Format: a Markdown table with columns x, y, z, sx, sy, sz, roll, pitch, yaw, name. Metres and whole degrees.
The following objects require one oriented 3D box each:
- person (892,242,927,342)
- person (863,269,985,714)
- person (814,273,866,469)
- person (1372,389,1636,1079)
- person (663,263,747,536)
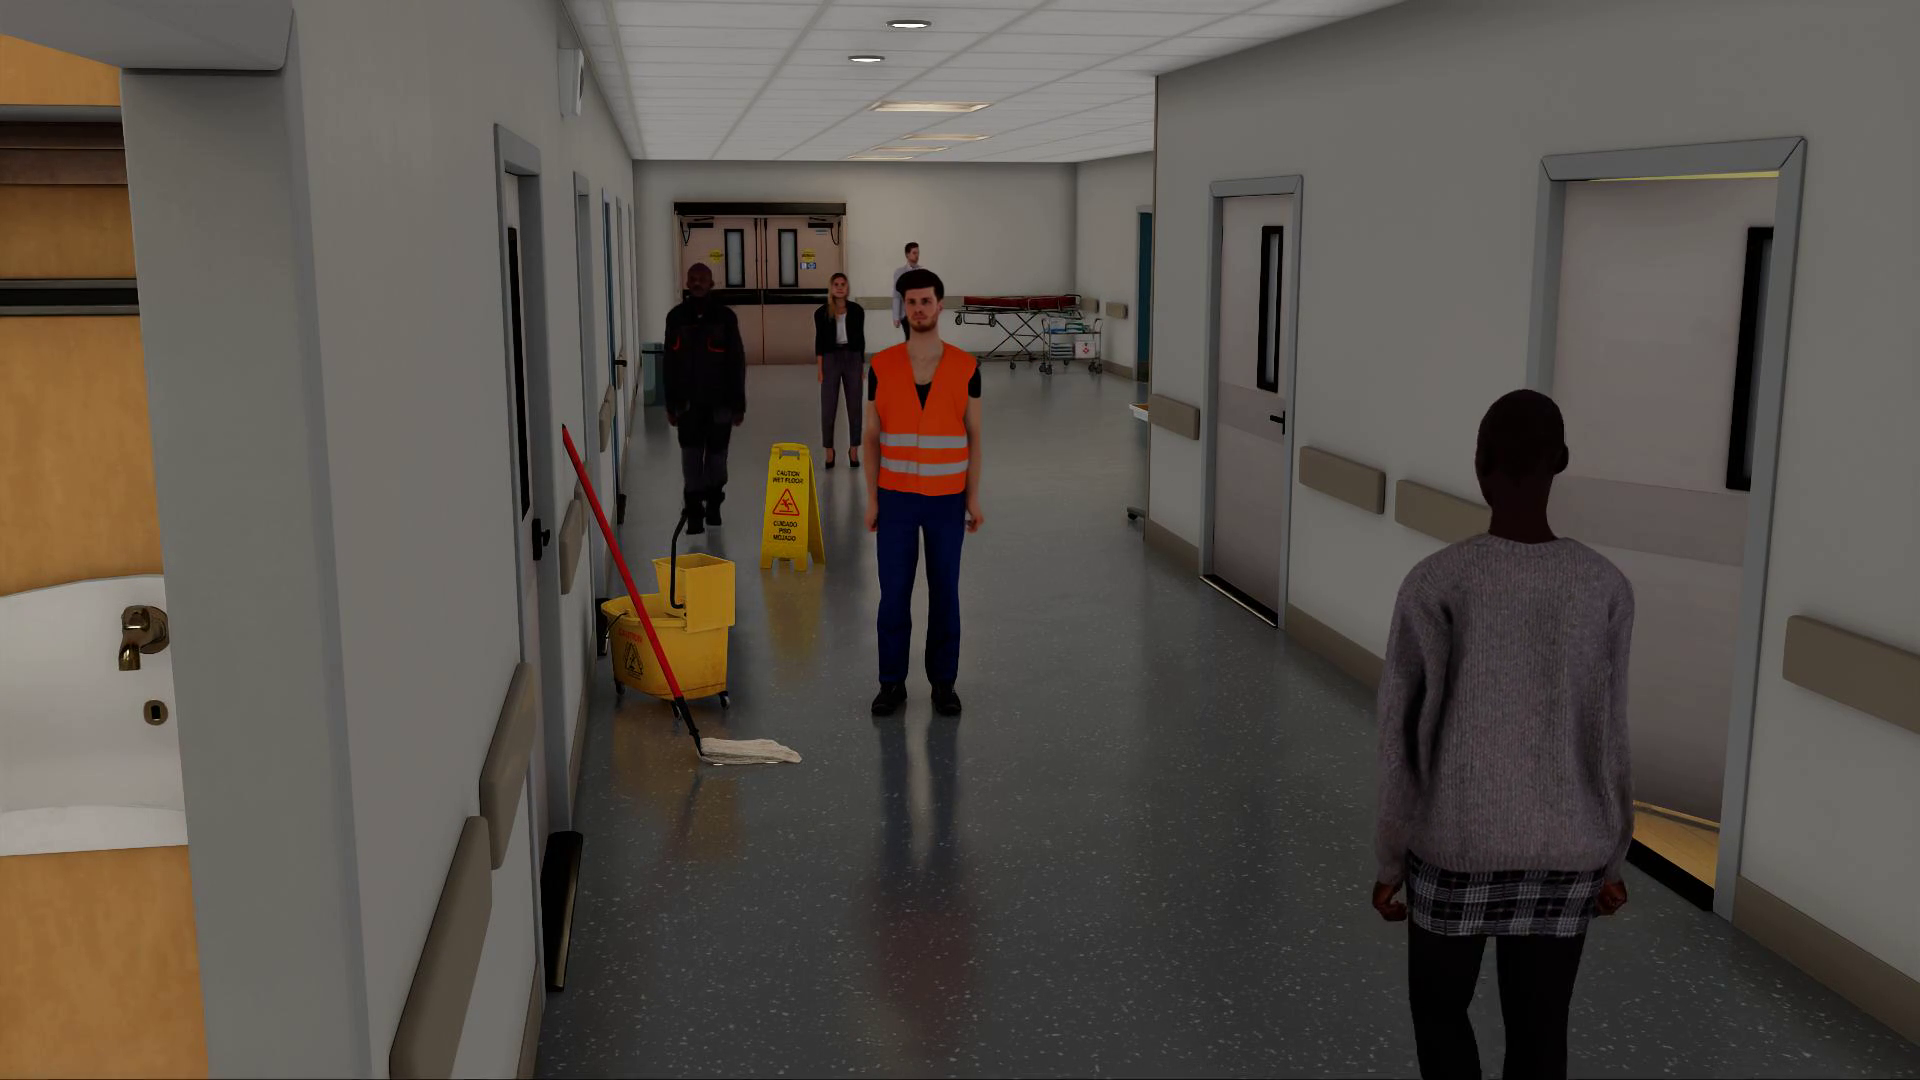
| x | y | z | sx | sy | sz | roll | pitch | yaw | name |
| --- | --- | --- | --- | --- | --- | --- | --- | --- | --- |
| -0.660 | -2.857 | 21.251 | 1.016 | 1.820 | 1.168 | -10 | 14 | -42 | person |
| -0.161 | -0.208 | 7.107 | 0.723 | 1.888 | 0.693 | 0 | 11 | 1 | person |
| -1.015 | -1.450 | 14.245 | 0.581 | 1.667 | 0.531 | -2 | 11 | -12 | person |
| 1.038 | 0.620 | 3.115 | 0.766 | 1.751 | 0.848 | 1 | 11 | 5 | person |
| -1.715 | -0.939 | 11.235 | 0.758 | 1.786 | 1.187 | -1 | 11 | -5 | person |
